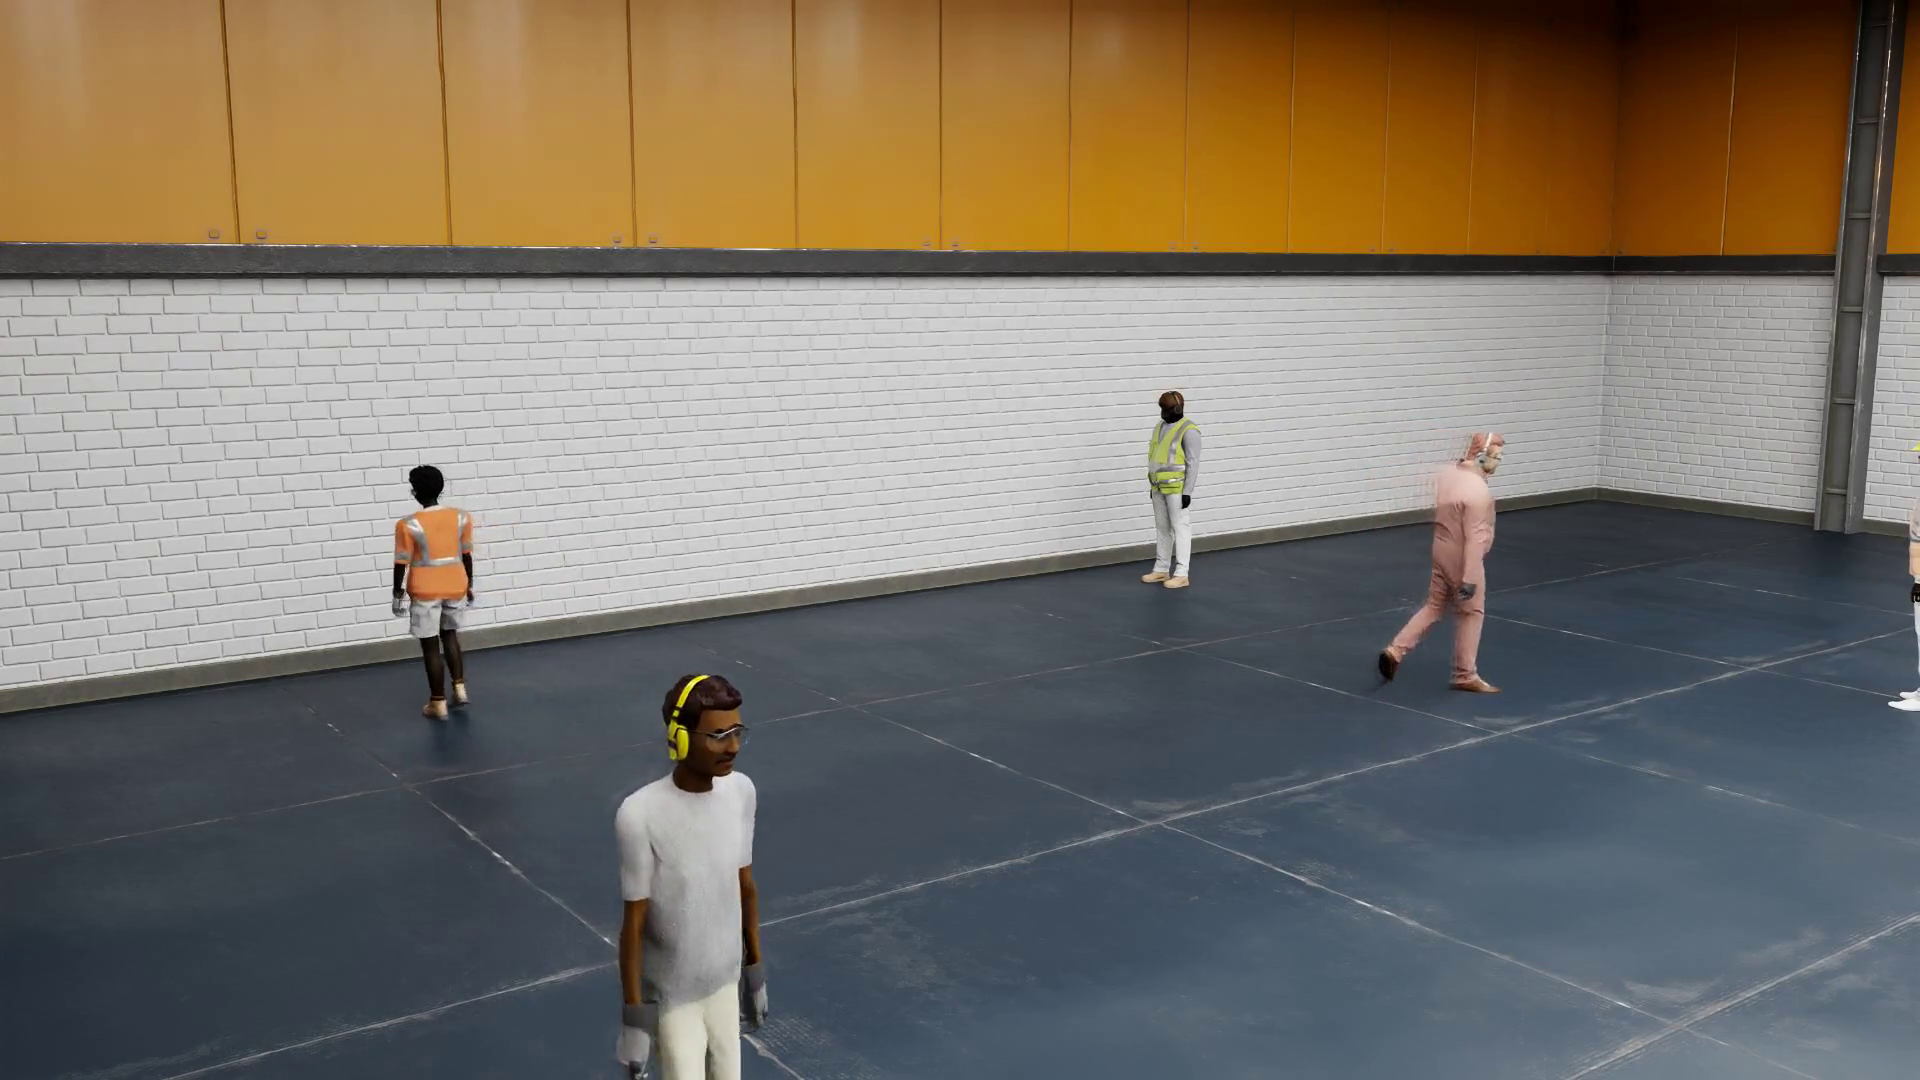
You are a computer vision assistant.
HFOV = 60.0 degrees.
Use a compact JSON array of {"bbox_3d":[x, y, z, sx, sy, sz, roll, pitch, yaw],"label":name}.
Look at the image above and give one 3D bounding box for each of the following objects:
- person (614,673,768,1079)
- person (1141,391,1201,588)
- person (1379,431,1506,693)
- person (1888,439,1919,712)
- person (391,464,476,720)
[{"bbox_3d":[-0.794,1.273,4.722,0.484,1.851,0.546,7,12,37],"label":"person"},{"bbox_3d":[1.968,-0.476,15.552,0.429,1.839,0.623,-5,11,-29],"label":"person"},{"bbox_3d":[3.378,0.164,11.552,0.773,1.863,0.704,-1,9,-6],"label":"person"},{"bbox_3d":[6.492,0.195,11.128,0.375,1.925,0.595,8,12,42],"label":"person"},{"bbox_3d":[-3.462,0.342,10.920,0.388,1.686,0.555,9,13,43],"label":"person"}]
